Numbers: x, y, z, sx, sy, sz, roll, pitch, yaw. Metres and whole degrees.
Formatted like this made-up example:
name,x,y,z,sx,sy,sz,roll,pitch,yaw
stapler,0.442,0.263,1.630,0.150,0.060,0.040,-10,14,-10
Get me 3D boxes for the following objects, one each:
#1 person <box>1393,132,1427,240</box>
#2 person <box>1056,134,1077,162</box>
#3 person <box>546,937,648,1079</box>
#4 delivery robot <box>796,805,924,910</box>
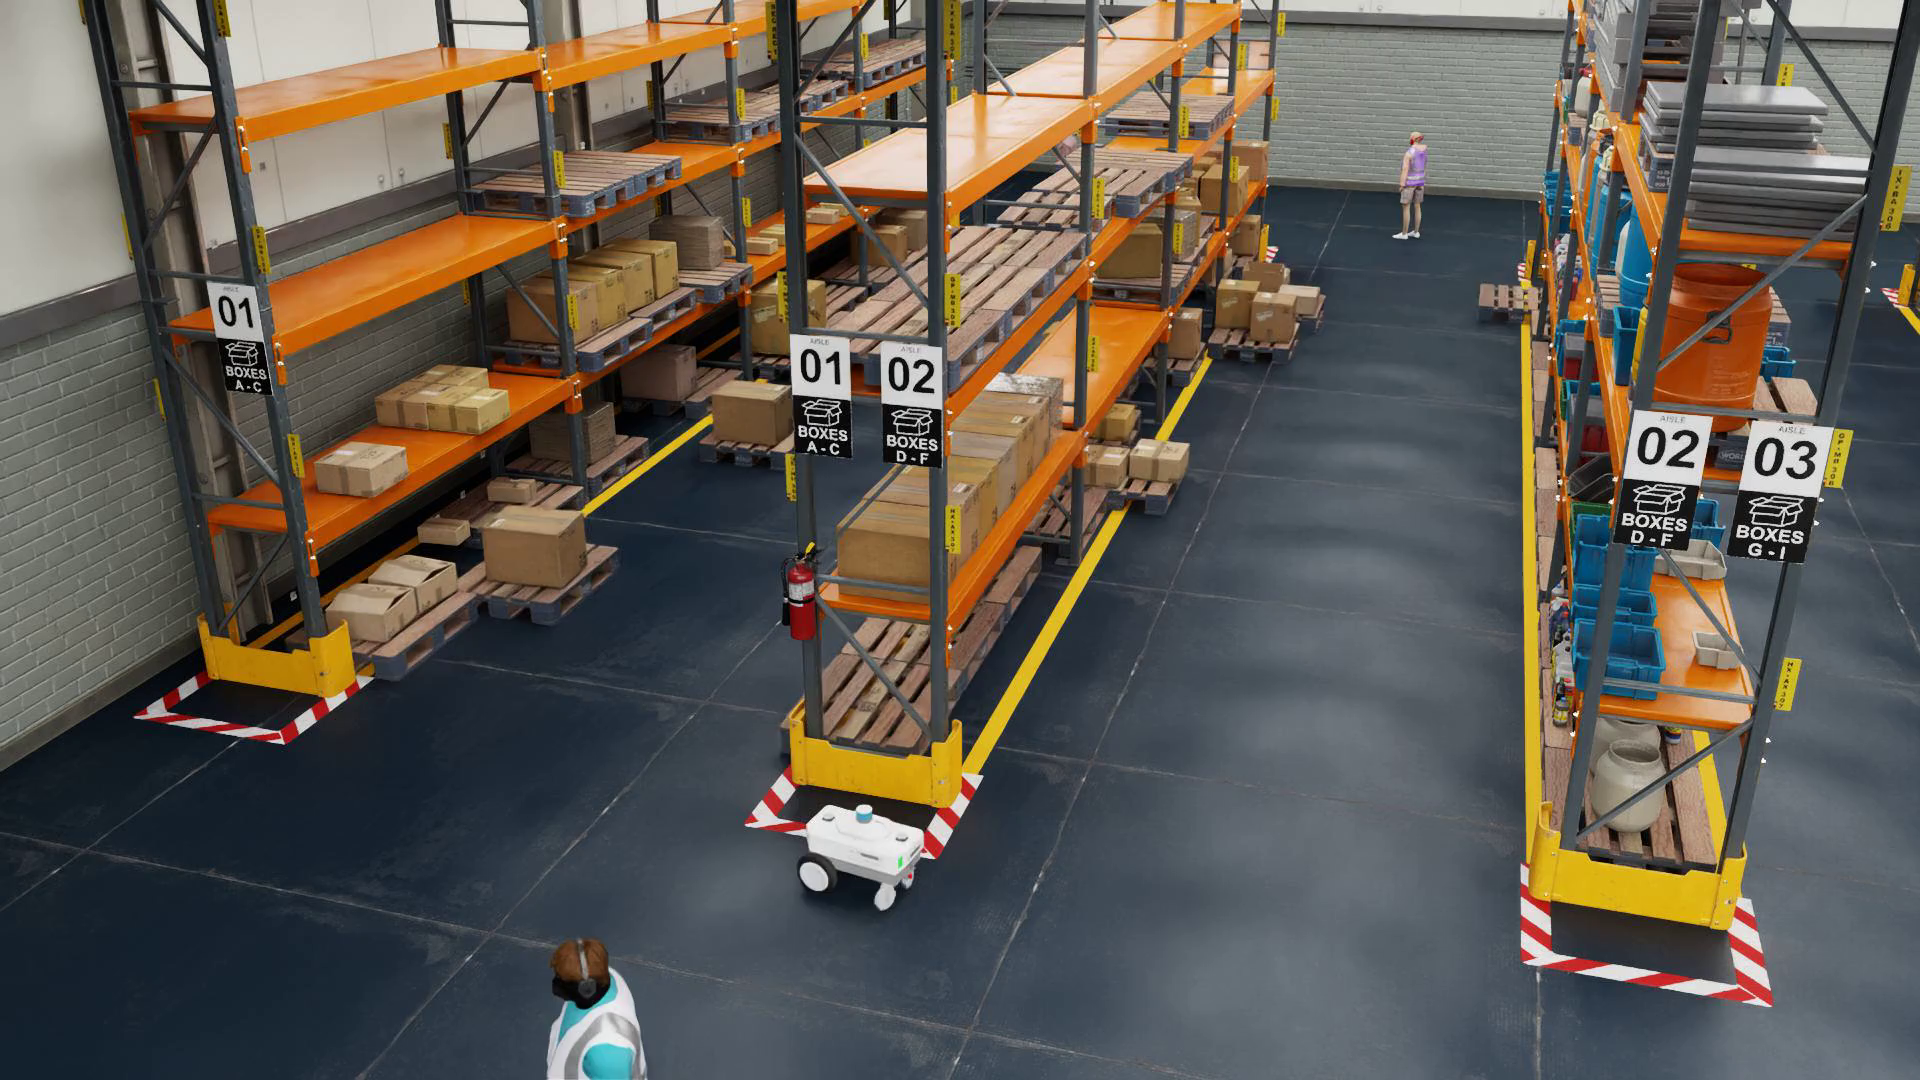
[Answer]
name,x,y,z,sx,sy,sz,roll,pitch,yaw
person,7.183,-5.623,26.424,0.489,1.688,0.352,-14,27,-29
person,1.727,-5.918,26.961,0.331,1.801,0.517,7,24,16
person,-1.582,2.529,7.326,0.429,1.840,0.630,-7,24,-17
delivery robot,-0.612,1.919,10.343,0.752,0.581,0.517,11,26,23
